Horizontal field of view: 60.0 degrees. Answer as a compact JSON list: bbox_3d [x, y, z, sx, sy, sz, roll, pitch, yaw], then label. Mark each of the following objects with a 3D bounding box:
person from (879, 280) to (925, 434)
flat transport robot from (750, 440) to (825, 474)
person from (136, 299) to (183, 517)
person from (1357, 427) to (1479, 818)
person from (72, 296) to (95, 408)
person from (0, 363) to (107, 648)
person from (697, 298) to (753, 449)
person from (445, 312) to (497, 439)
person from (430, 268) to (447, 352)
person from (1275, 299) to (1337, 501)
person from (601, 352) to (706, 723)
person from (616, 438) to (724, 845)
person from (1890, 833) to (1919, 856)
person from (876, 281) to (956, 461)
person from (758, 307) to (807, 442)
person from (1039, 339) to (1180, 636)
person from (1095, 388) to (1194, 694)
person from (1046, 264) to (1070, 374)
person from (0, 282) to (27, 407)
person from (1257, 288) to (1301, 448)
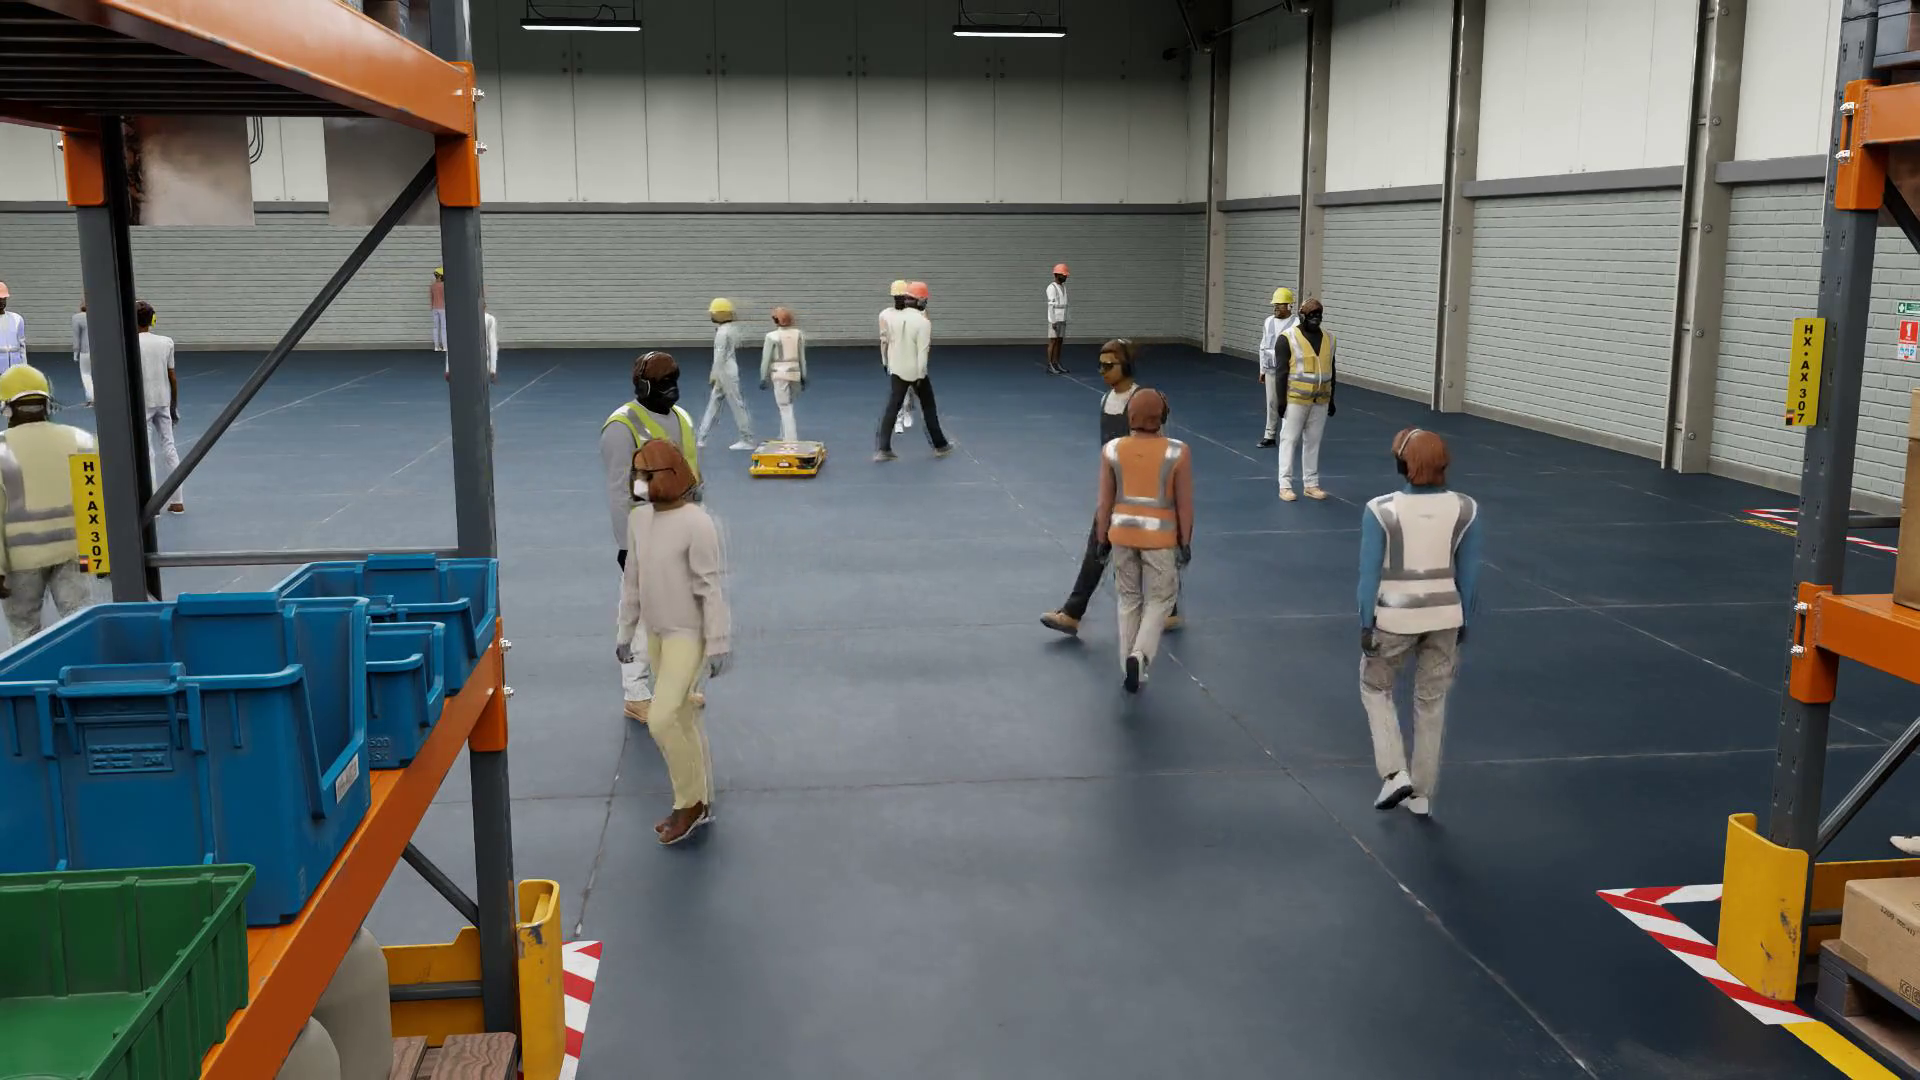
[{"bbox_3d":[-0.715,-2.303,20.739,0.583,1.887,0.938,-1,10,-4],"label":"person"},{"bbox_3d":[-1.778,-0.863,17.259,0.652,0.197,1.431,0,10,0],"label":"flat transport robot"},{"bbox_3d":[-6.980,-1.126,14.309,0.333,1.873,0.520,8,13,38],"label":"person"},{"bbox_3d":[1.880,0.349,6.880,0.513,1.630,0.358,-1,10,-4],"label":"person"},{"bbox_3d":[-12.076,-2.613,23.163,0.538,1.611,0.604,-8,13,-37],"label":"person"},{"bbox_3d":[-4.409,0.049,8.069,0.807,1.807,0.601,8,13,38],"label":"person"},{"bbox_3d":[-2.753,-1.866,18.802,0.866,1.697,0.512,0,10,-2],"label":"person"},{"bbox_3d":[-5.545,-1.978,19.023,0.583,1.861,0.780,-10,14,-43],"label":"person"},{"bbox_3d":[-10.861,-4.814,34.837,0.522,1.761,0.321,6,12,30],"label":"person"},{"bbox_3d":[3.182,-1.281,15.242,0.624,1.844,0.430,-4,11,-20],"label":"person"},{"bbox_3d":[-1.504,-0.022,8.340,0.429,1.841,0.634,5,11,25],"label":"person"},{"bbox_3d":[-1.178,0.404,6.598,0.474,1.616,0.534,-10,14,-44],"label":"person"},{"bbox_3d":[3.881,0.416,6.176,0.536,1.749,0.642,-3,11,-18],"label":"person"},{"bbox_3d":[-0.511,-1.828,18.030,0.607,1.932,1.080,9,14,41],"label":"person"},{"bbox_3d":[-2.027,-1.796,18.658,0.531,1.609,0.726,-9,14,-42],"label":"person"},{"bbox_3d":[0.941,-0.291,9.944,0.977,1.791,0.524,-7,12,-33],"label":"person"},{"bbox_3d":[0.939,0.024,8.673,0.535,1.621,0.533,5,11,24],"label":"person"},{"bbox_3d":[1.743,-3.891,29.298,0.375,1.931,0.549,7,12,33],"label":"person"},{"bbox_3d":[-10.359,-1.836,18.022,0.357,1.937,0.551,7,12,33],"label":"person"},{"bbox_3d":[3.644,-1.933,18.840,0.598,1.830,0.403,9,14,41],"label":"person"}]
